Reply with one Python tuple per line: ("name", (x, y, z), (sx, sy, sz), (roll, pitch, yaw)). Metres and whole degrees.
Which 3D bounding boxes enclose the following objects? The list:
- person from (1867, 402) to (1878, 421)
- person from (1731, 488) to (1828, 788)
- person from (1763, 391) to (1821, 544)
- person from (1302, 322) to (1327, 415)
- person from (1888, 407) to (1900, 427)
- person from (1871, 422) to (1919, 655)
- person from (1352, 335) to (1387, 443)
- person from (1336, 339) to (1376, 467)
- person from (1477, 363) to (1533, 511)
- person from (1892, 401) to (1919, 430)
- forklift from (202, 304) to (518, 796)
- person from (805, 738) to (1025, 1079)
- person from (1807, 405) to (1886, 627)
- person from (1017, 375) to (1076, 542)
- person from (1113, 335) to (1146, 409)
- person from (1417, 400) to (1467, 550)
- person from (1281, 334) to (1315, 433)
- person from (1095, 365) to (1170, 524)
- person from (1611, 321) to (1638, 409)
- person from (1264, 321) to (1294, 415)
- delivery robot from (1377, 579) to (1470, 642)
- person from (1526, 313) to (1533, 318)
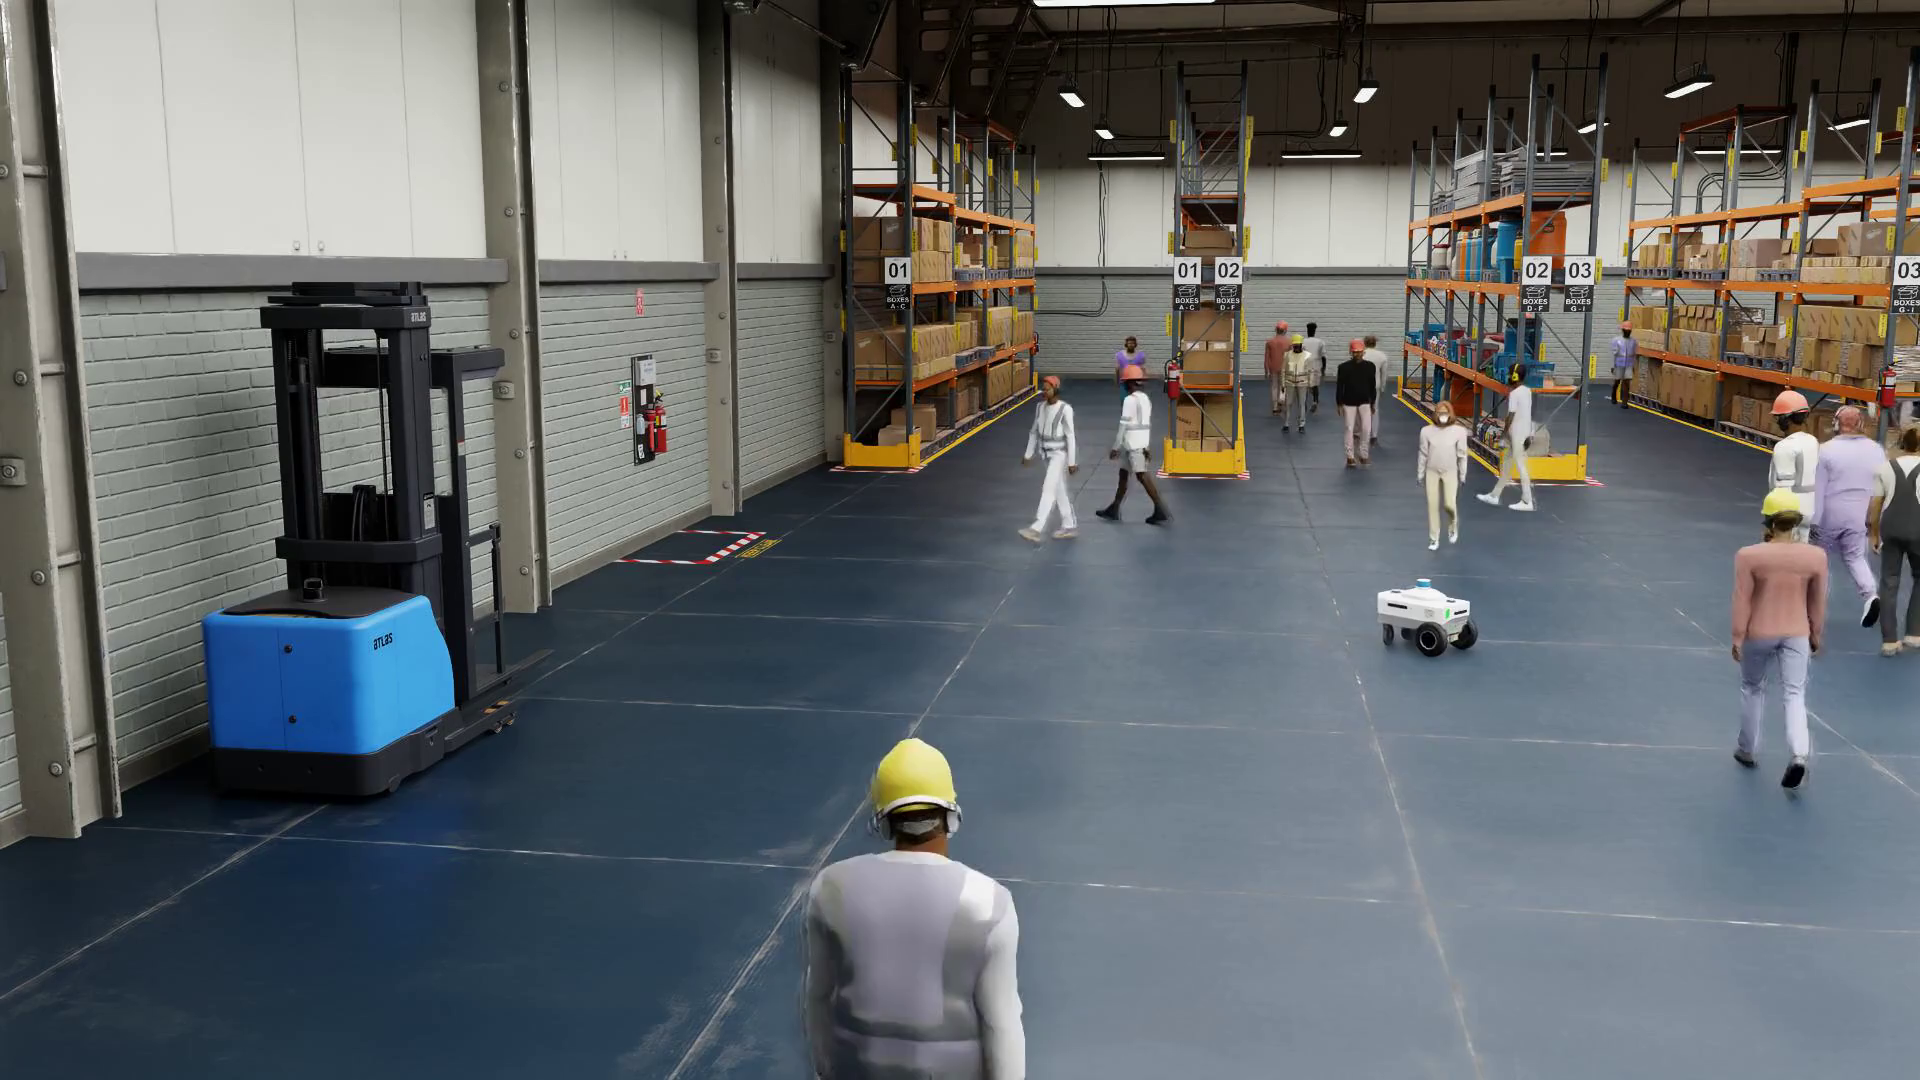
("person", (18.145, -3.207, 32.887), (0.623, 1.806, 0.910), (3, 10, 20))
("person", (4.837, 0.559, 9.831), (0.527, 1.736, 0.837), (2, 9, 13))
("person", (6.735, -0.195, 13.568), (0.609, 2.040, 0.395), (-8, 12, -41))
("person", (7.335, -3.581, 34.757), (0.651, 1.941, 0.614), (1, 9, 4))
("person", (16.276, -2.645, 29.027), (0.378, 1.925, 0.594), (4, 10, 23))
("person", (7.504, -0.021, 13.136), (0.540, 1.828, 0.632), (9, 13, 42))
("person", (7.195, -2.669, 29.318), (0.652, 1.877, 1.030), (0, 9, -2))
("person", (6.085, -2.087, 25.456), (0.646, 1.964, 0.772), (0, 9, -1))
("person", (6.921, -1.313, 21.069), (0.859, 1.838, 0.554), (7, 11, 36))
("person", (16.095, -2.460, 28.206), (0.670, 1.829, 0.647), (0, 9, -2))
("forklift", (-3.673, -0.038, 10.147), (1.129, 2.768, 1.873), (1, 9, 9))
("person", (-0.127, 1.434, 4.358), (0.632, 1.779, 0.950), (2, 9, 14))
("person", (7.528, -0.203, 14.133), (0.650, 1.880, 0.829), (-1, 9, -4))
("person", (0.952, -0.907, 18.578), (0.950, 1.841, 0.599), (-5, 11, -30))
("person", (3.106, -2.836, 30.516), (0.586, 1.831, 0.444), (2, 9, 9))
("person", (5.208, -0.704, 17.984), (0.509, 1.620, 0.378), (5, 10, 26))
("person", (6.300, -2.908, 30.969), (0.649, 1.829, 0.416), (3, 10, 20))
("person", (2.107, -1.149, 19.938), (0.983, 1.895, 0.558), (4, 10, 25))
("person", (14.620, -3.875, 36.643), (0.555, 1.923, 0.724), (1, 9, 7))
("person", (6.647, -3.579, 34.648), (0.636, 1.972, 0.639), (2, 10, 15))
("delivery robot", (3.709, 0.556, 13.347), (0.477, 0.478, 0.707), (-8, 12, -40))
("person", (13.698, -4.488, 40.216), (0.615, 1.987, 0.406), (-5, 11, -30))
